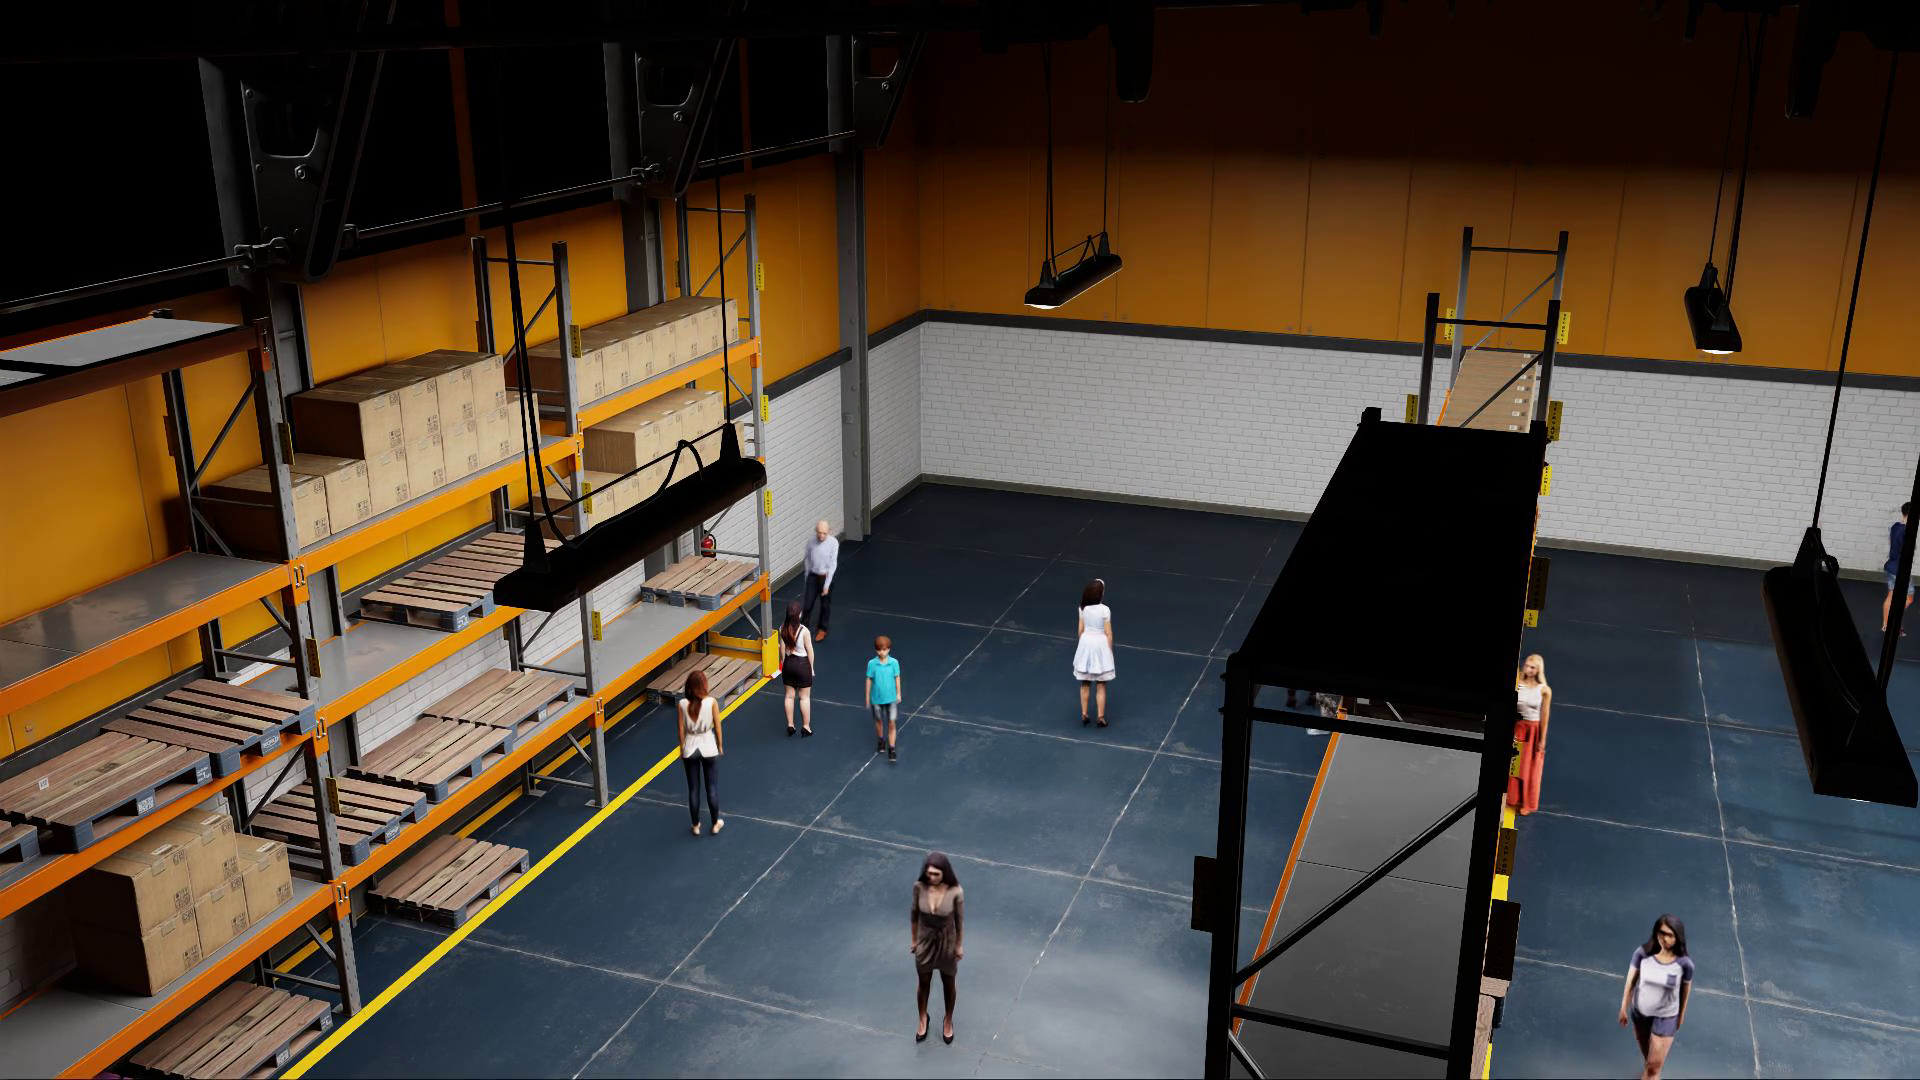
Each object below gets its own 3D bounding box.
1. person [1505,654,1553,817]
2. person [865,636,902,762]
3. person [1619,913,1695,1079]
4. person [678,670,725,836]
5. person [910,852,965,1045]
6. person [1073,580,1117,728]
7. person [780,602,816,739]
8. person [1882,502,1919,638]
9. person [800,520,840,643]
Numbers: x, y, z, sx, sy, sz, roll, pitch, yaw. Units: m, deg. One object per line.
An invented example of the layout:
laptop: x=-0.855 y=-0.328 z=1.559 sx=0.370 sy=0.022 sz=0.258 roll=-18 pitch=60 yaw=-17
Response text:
person: x=5.944 y=2.020 z=17.394 sx=0.749 sy=1.799 sz=0.720 roll=-18 pitch=25 yaw=-42
person: x=-0.861 y=1.738 z=18.810 sx=0.738 sy=1.428 sz=0.903 roll=-1 pitch=19 yaw=-3
person: x=5.381 y=3.622 z=12.853 sx=0.801 sy=1.659 sz=1.196 roll=12 pitch=22 yaw=31
person: x=-2.652 y=2.170 z=16.971 sx=0.677 sy=1.784 sz=0.665 roll=-1 pitch=19 yaw=-4
person: x=-0.192 y=3.317 z=13.631 sx=0.630 sy=1.742 sz=0.566 roll=3 pitch=19 yaw=9
person: x=1.572 y=1.336 z=19.408 sx=0.717 sy=1.810 sz=0.740 roll=9 pitch=21 yaw=25
person: x=-1.884 y=1.493 z=19.191 sx=0.563 sy=1.649 sz=0.525 roll=5 pitch=19 yaw=14
person: x=12.491 y=0.382 z=22.191 sx=0.818 sy=1.841 sz=0.696 roll=0 pitch=19 yaw=1
person: x=-1.789 y=0.541 z=21.884 sx=0.766 sy=1.735 sz=1.031 roll=6 pitch=19 yaw=16
